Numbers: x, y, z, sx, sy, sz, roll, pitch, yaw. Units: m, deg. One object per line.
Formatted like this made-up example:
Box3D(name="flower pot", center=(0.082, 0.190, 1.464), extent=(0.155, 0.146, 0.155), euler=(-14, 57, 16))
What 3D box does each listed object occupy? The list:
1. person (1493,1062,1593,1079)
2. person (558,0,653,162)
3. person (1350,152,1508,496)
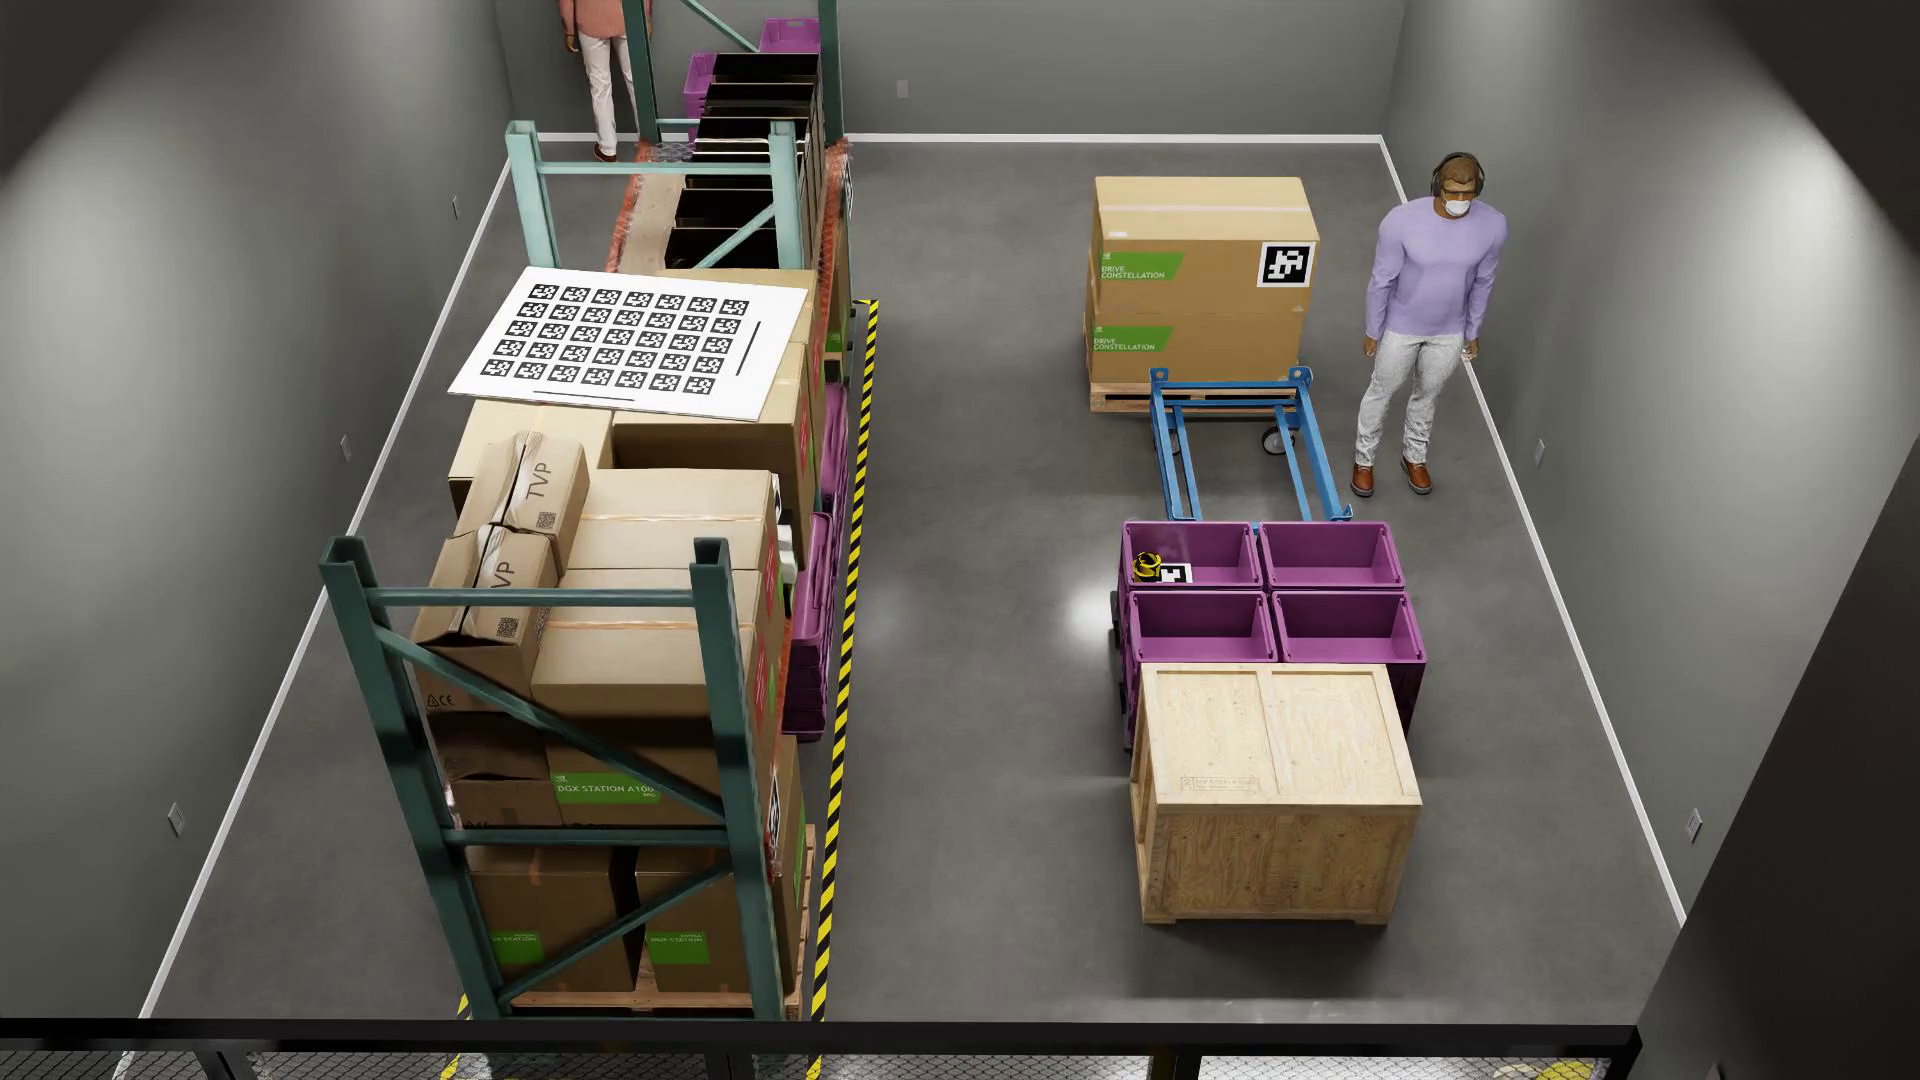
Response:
Box3D(name="person", center=(1.605, 2.066, 4.836), extent=(0.403, 1.834, 0.588), euler=(5, 42, 6))
Box3D(name="person", center=(-2.329, -3.427, 10.979), extent=(0.620, 1.994, 0.381), euler=(-16, 44, -18))
Box3D(name="person", center=(2.325, -1.062, 8.326), extent=(0.630, 1.940, 0.372), euler=(-1, 41, -2))
